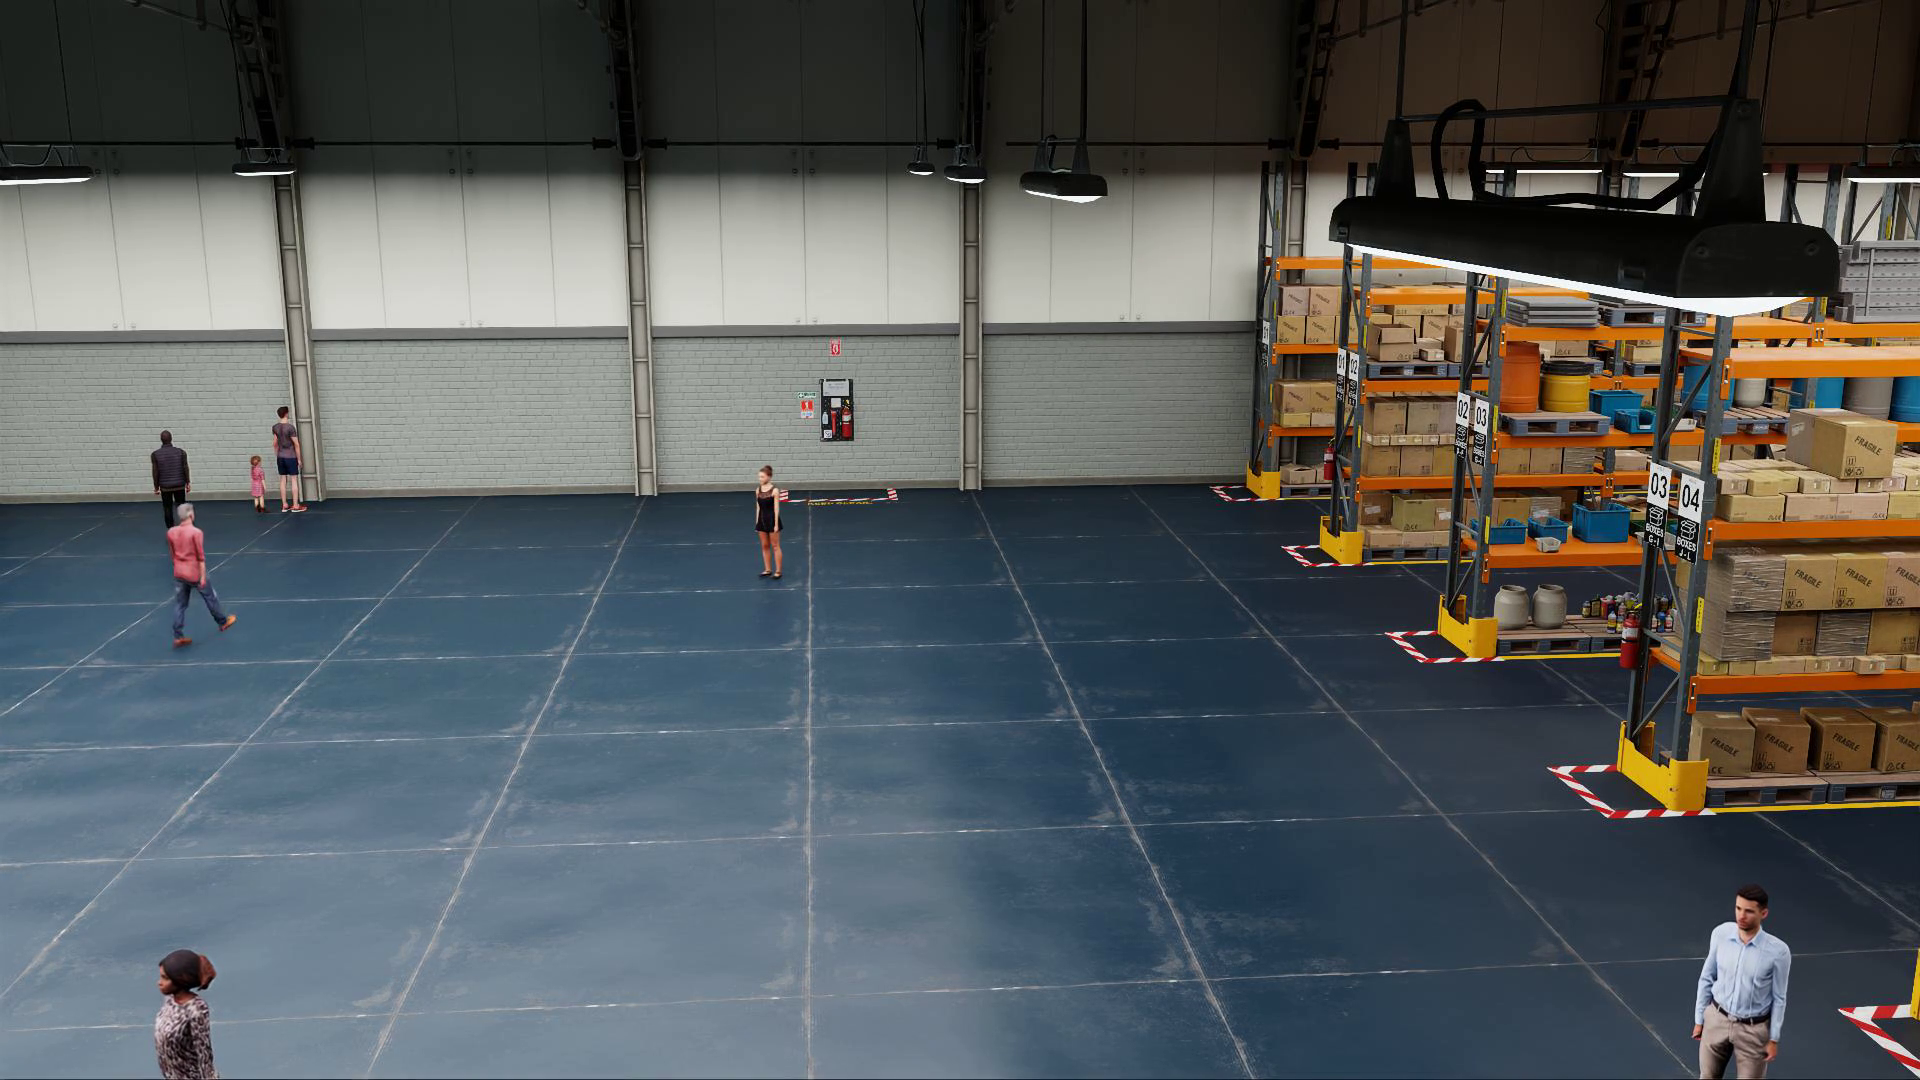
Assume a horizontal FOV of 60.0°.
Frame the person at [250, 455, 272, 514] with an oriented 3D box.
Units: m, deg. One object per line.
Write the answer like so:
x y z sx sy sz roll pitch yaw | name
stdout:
-12.236 -0.974 28.998 0.481 1.022 0.558 6 14 23 | person

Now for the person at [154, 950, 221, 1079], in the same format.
-4.421 3.165 9.588 0.677 1.714 0.735 11 17 40 | person

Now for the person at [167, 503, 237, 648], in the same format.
-9.815 0.474 21.055 1.231 1.784 1.022 3 13 12 | person

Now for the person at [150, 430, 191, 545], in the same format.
-12.643 -0.855 26.680 0.662 1.835 0.828 -7 15 -26 | person

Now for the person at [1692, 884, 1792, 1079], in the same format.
4.756 2.966 10.159 0.743 1.845 0.799 11 17 40 | person

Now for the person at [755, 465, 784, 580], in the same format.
-2.807 -0.268 24.491 0.671 1.680 0.751 8 15 31 | person

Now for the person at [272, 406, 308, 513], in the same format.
-11.759 -1.417 29.070 0.606 1.851 0.785 3 13 14 | person
